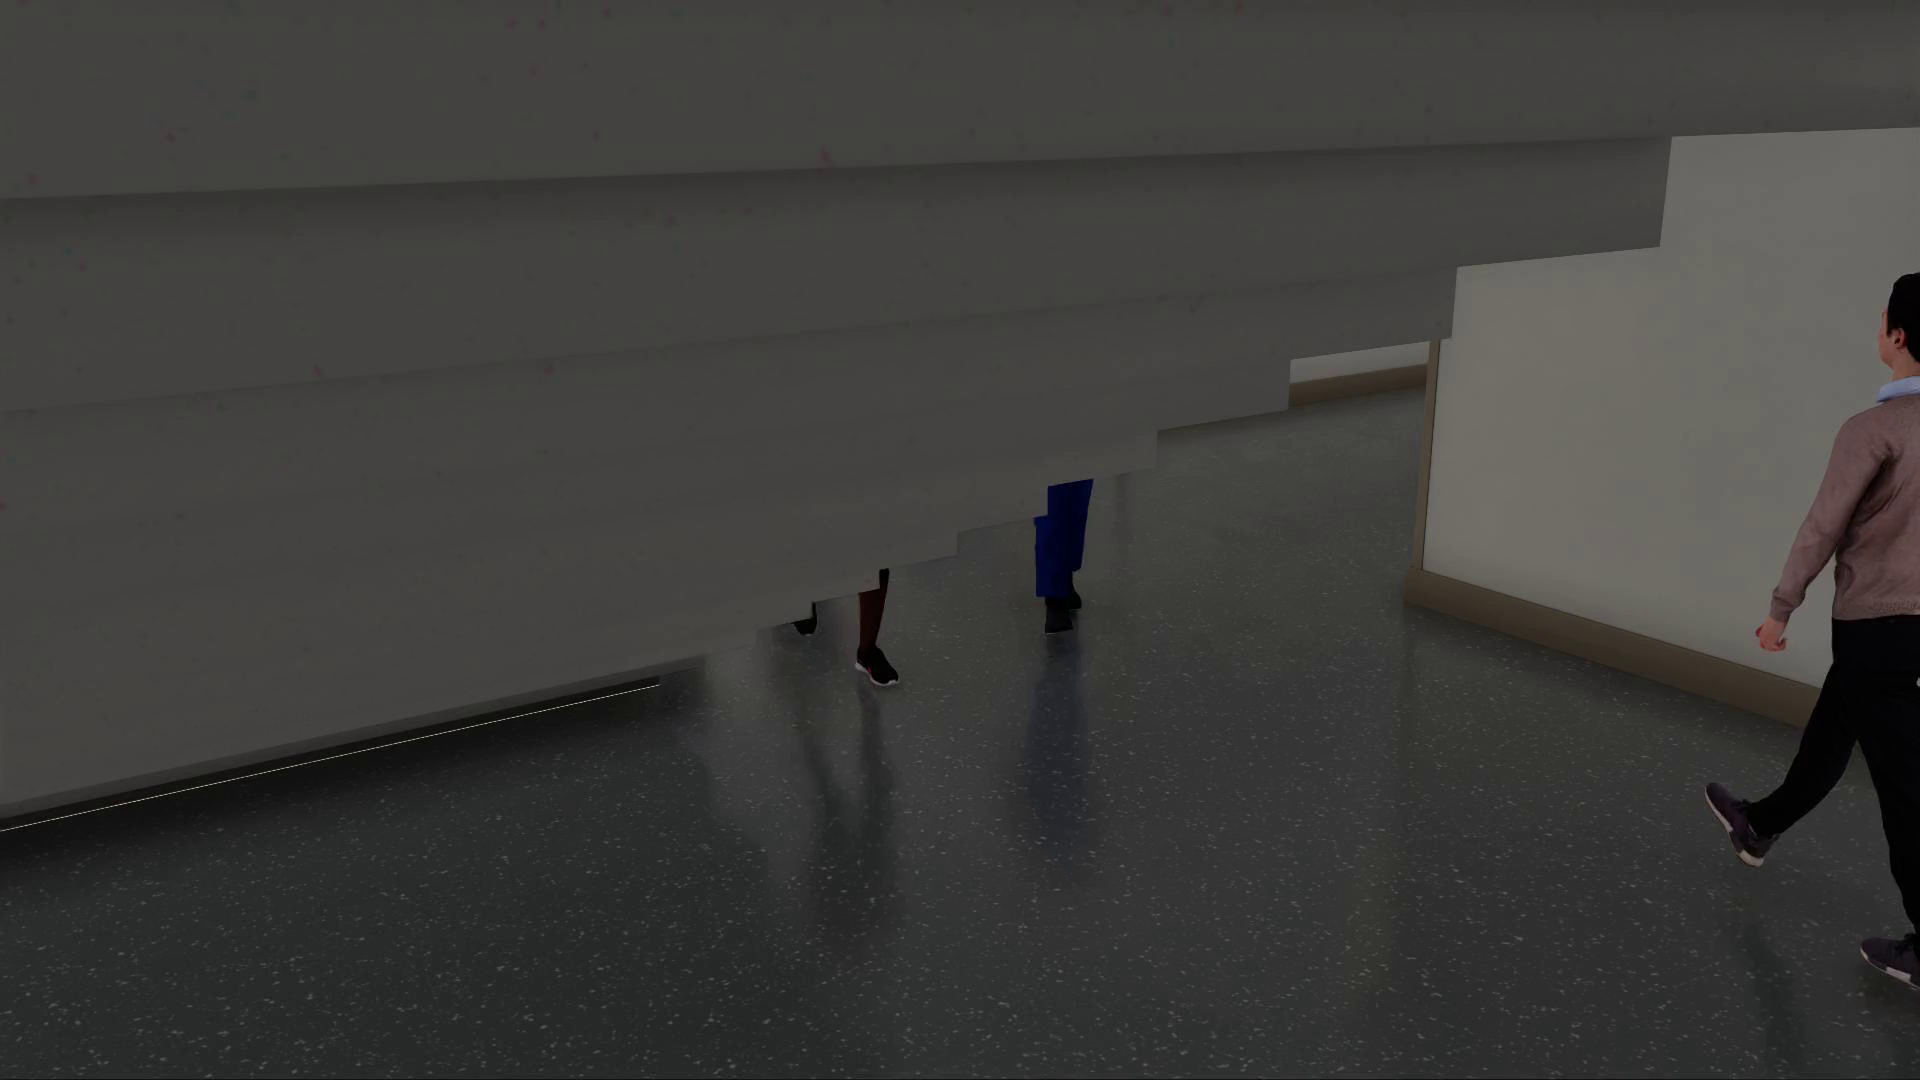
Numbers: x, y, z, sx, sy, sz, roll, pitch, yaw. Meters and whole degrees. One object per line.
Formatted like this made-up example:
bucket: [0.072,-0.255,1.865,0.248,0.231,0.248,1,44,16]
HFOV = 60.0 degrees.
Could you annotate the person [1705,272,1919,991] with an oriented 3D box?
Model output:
person: [2.384,0.275,4.170,0.909,1.752,1.292,-5,16,-16]
